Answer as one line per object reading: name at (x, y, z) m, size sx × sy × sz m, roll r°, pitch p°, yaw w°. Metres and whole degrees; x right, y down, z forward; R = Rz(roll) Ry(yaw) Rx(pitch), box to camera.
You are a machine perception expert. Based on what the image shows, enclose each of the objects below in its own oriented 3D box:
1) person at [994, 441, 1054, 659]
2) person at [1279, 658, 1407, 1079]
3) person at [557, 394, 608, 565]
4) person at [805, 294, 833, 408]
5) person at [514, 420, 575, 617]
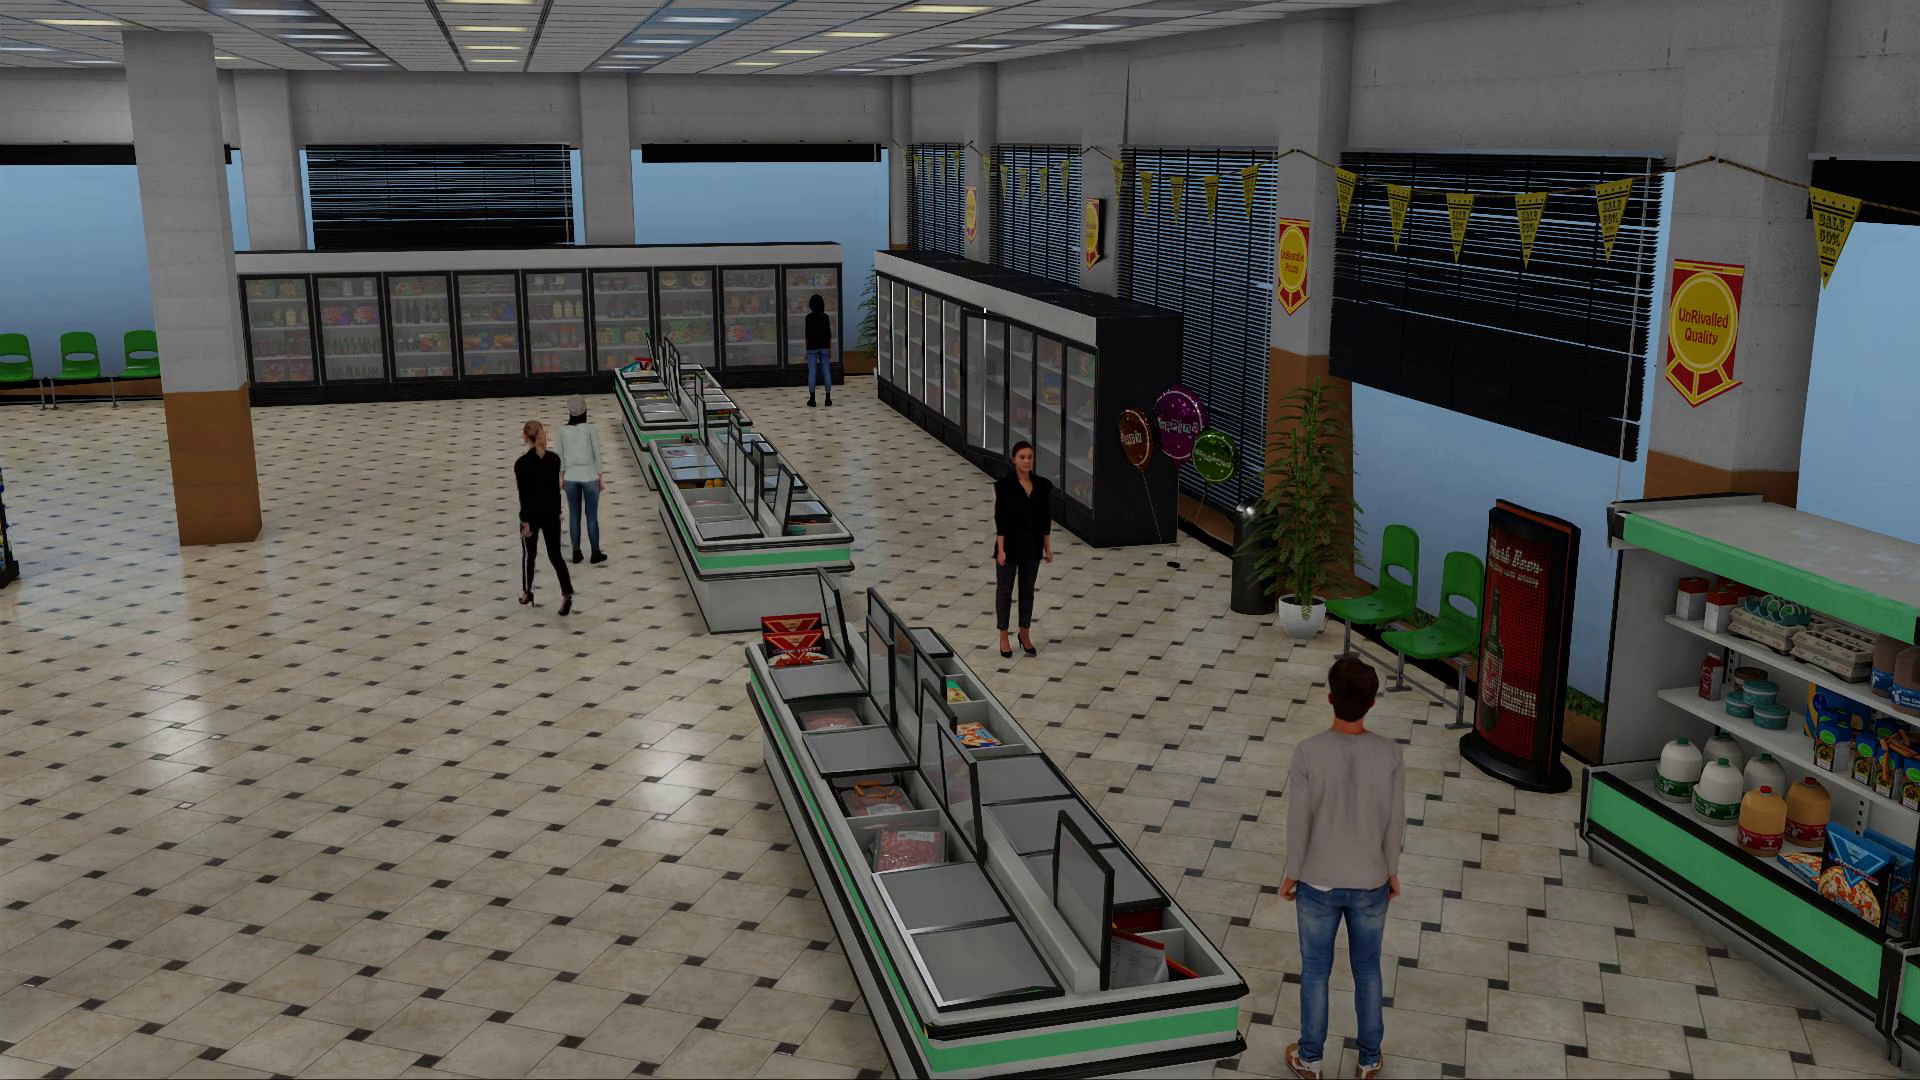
person at (0.466, 0.059, 13.099) m, size 0.664 × 1.719 × 0.607 m, roll -5°, pitch 15°, yaw -21°
person at (1.630, 1.427, 7.064) m, size 0.738 × 1.905 × 0.709 m, roll 1°, pitch 14°, yaw 5°
person at (-3.627, -0.594, 15.949) m, size 0.632 × 1.644 × 0.607 m, roll 1°, pitch 14°, yaw 4°
person at (-2.154, -2.880, 25.256) m, size 0.572 × 1.701 × 0.540 m, roll -3°, pitch 14°, yaw -12°
person at (-3.474, -0.134, 14.011) m, size 0.957 × 1.665 × 1.174 m, roll -13°, pitch 19°, yaw -42°
